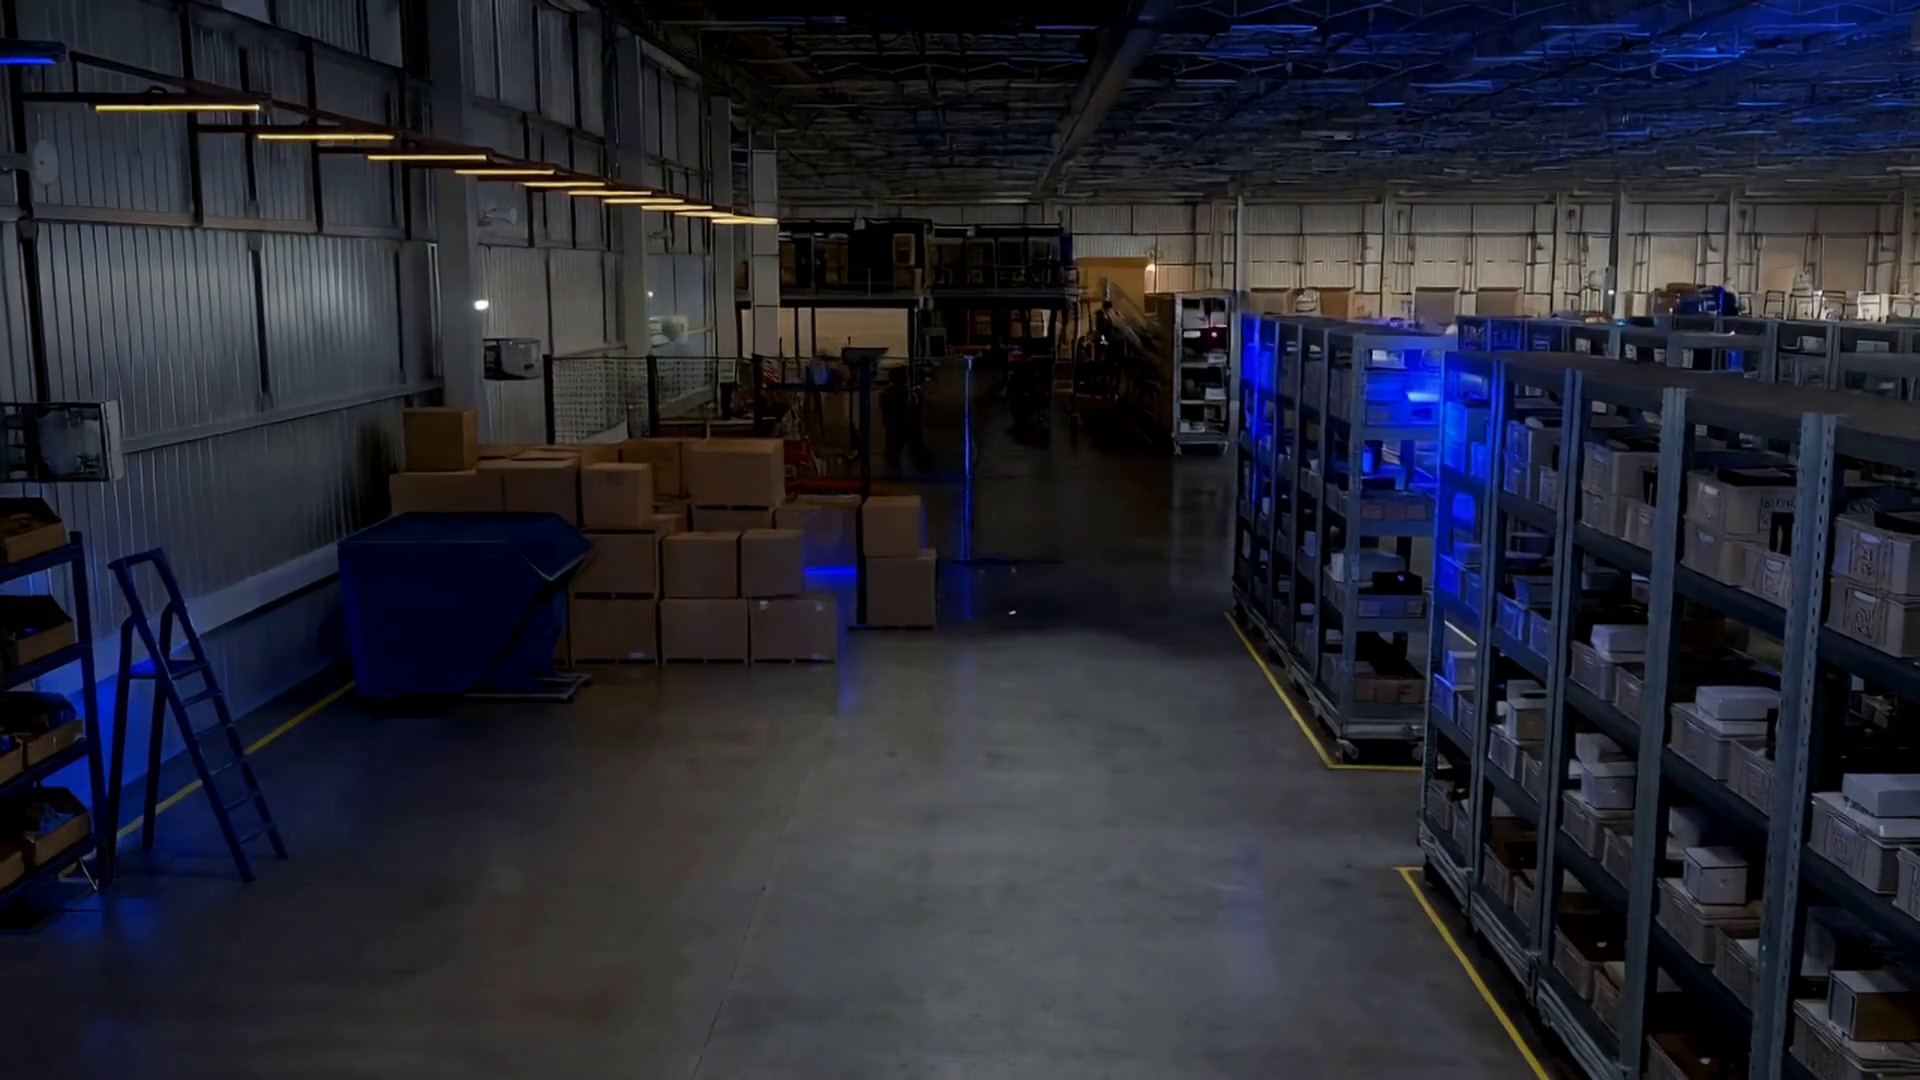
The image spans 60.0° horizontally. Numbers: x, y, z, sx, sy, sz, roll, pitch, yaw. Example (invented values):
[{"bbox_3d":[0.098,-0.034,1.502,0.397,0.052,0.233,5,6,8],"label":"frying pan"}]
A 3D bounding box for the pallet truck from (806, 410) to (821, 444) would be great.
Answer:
[{"bbox_3d":[-3.559,-2.018,33.905,1.522,1.261,0.704,0,9,-1],"label":"pallet truck"}]

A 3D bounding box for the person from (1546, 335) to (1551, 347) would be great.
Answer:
[{"bbox_3d":[21.198,-6.553,59.837,0.425,1.948,0.615,1,9,4],"label":"person"}]

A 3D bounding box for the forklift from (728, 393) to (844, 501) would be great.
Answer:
[{"bbox_3d":[-2.979,-1.316,26.476,2.680,1.987,1.157,0,9,1],"label":"forklift"}]

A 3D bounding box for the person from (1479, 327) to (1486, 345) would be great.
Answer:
[{"bbox_3d":[24.584,-9.479,78.000,0.433,1.933,0.655,8,12,40],"label":"person"}]

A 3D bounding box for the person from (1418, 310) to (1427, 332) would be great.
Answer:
[{"bbox_3d":[25.553,-11.695,91.657,0.857,1.909,0.622,5,11,30],"label":"person"}]

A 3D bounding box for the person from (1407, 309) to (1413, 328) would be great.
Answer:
[{"bbox_3d":[25.593,-12.175,94.634,0.397,1.919,0.585,5,11,30],"label":"person"}]

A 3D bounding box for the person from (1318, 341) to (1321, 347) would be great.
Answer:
[{"bbox_3d":[14.263,-7.382,65.050,0.540,1.930,0.385,-1,9,-5],"label":"person"}]

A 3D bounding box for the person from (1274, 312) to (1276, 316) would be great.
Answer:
[{"bbox_3d":[17.592,-12.107,94.674,0.907,1.789,0.635,1,9,6],"label":"person"}]

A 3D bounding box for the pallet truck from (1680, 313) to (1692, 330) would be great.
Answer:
[{"bbox_3d":[36.315,-10.531,84.244,0.823,1.965,1.885,-6,11,-33],"label":"pallet truck"}]

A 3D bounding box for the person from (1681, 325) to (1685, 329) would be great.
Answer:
[{"bbox_3d":[30.772,-8.310,70.819,0.462,1.902,0.623,3,10,18],"label":"person"}]

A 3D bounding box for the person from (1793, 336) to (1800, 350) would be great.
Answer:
[{"bbox_3d":[30.494,-6.658,60.904,0.842,1.823,0.603,0,9,1],"label":"person"}]

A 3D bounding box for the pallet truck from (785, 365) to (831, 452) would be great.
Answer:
[{"bbox_3d":[-3.774,-2.976,37.635,1.885,1.965,0.823,1,9,5],"label":"pallet truck"}]

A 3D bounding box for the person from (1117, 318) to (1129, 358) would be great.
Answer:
[{"bbox_3d":[7.650,-9.470,78.050,0.576,1.881,0.352,4,10,21],"label":"person"}]

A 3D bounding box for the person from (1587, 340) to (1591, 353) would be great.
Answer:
[{"bbox_3d":[24.416,-7.253,64.501,0.725,1.847,0.522,5,10,26],"label":"person"}]

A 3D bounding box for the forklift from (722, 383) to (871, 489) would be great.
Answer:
[{"bbox_3d":[-2.893,-1.687,28.729,2.680,1.987,1.157,0,9,-1],"label":"forklift"}]

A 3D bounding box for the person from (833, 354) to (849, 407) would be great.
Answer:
[{"bbox_3d":[-3.035,-3.682,41.896,0.665,2.031,0.623,8,12,41],"label":"person"}]

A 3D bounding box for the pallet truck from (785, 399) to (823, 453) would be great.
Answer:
[{"bbox_3d":[-3.814,-2.432,36.419,1.630,1.274,0.653,0,9,1],"label":"pallet truck"}]

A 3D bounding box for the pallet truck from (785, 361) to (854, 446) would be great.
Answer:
[{"bbox_3d":[-3.410,-3.193,38.978,1.885,1.965,0.823,0,9,-1],"label":"pallet truck"}]

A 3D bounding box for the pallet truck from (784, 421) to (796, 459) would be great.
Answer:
[{"bbox_3d":[-4.013,-1.793,32.705,1.601,1.201,0.680,0,9,1],"label":"pallet truck"}]
